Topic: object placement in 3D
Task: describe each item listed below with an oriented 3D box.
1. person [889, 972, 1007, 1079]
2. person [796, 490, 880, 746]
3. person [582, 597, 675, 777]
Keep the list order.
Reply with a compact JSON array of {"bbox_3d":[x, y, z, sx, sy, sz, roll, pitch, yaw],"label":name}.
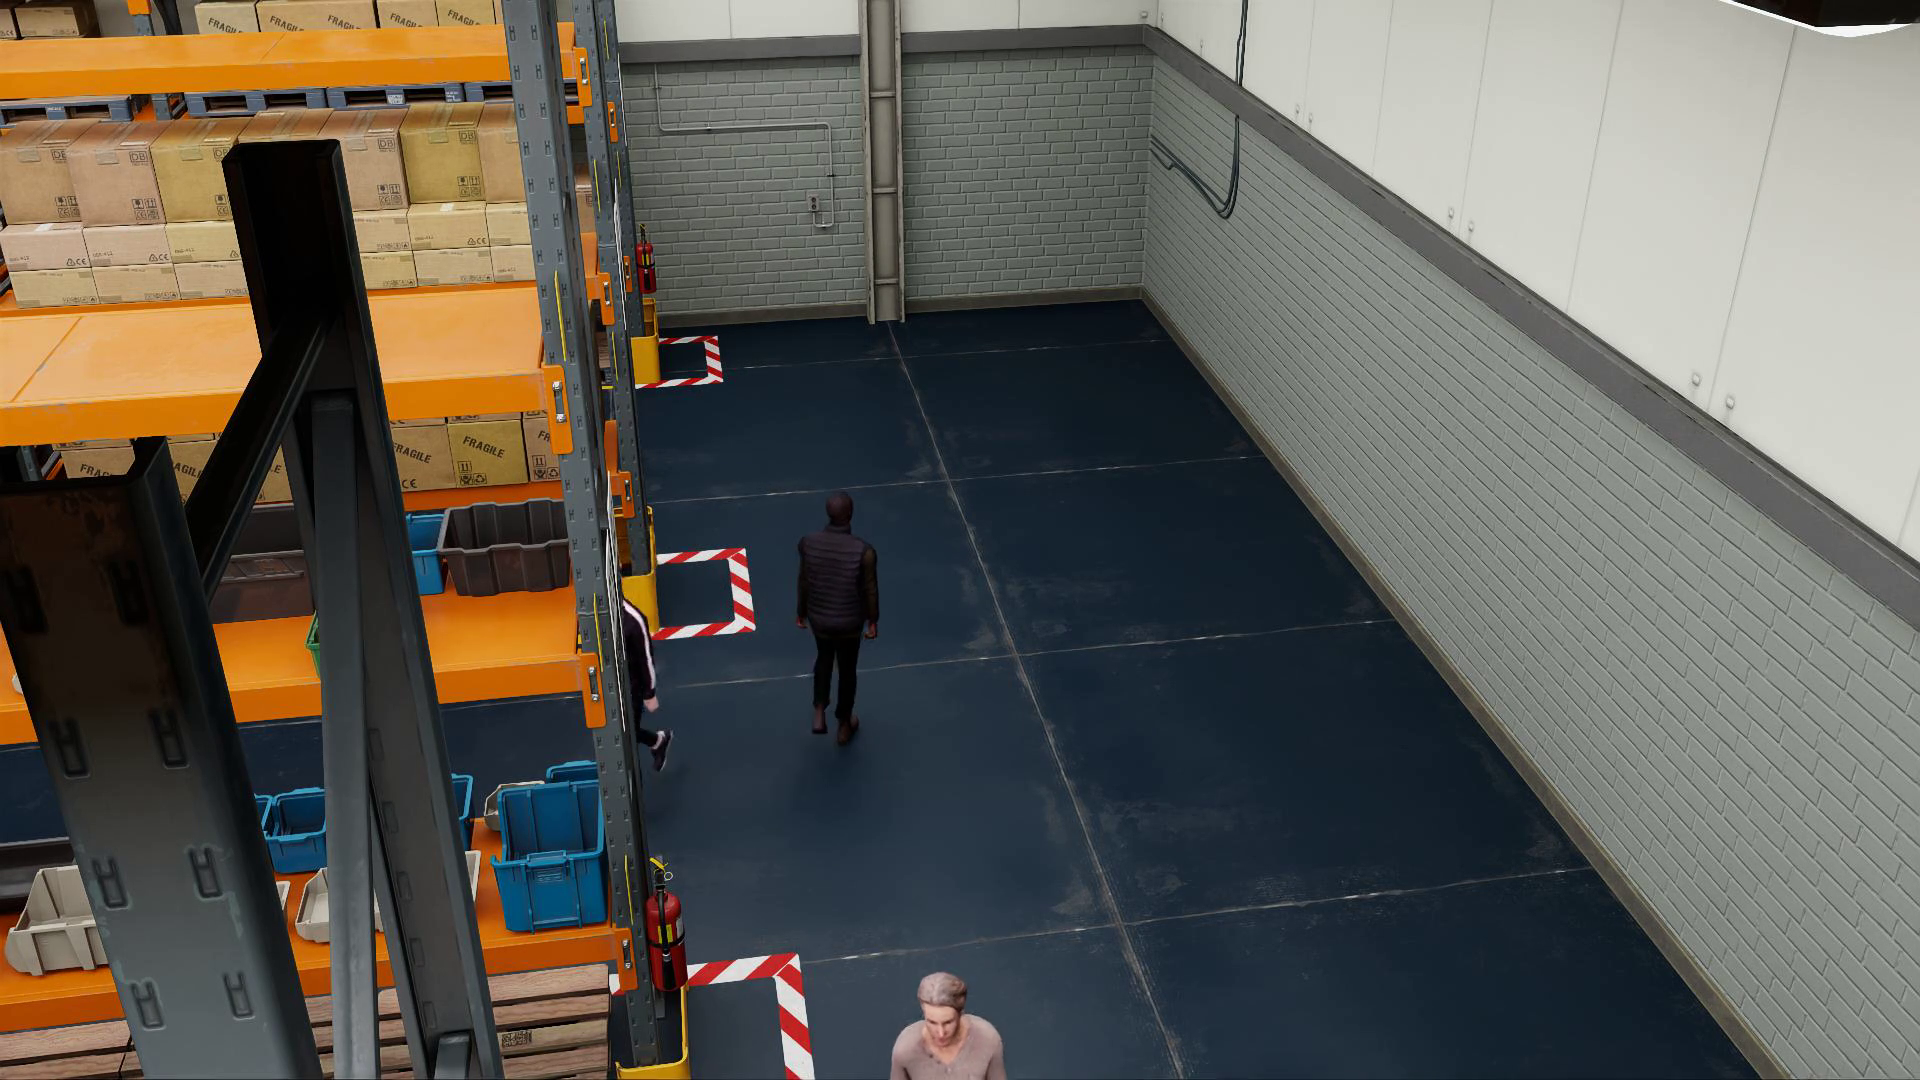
[{"bbox_3d":[-0.043,2.534,7.163,0.901,1.855,0.794,-2,28,-4],"label":"person"},{"bbox_3d":[-0.841,0.568,10.891,0.857,1.822,0.936,8,29,15],"label":"person"},{"bbox_3d":[-2.050,0.903,10.274,1.042,1.809,1.099,18,33,30],"label":"person"}]
